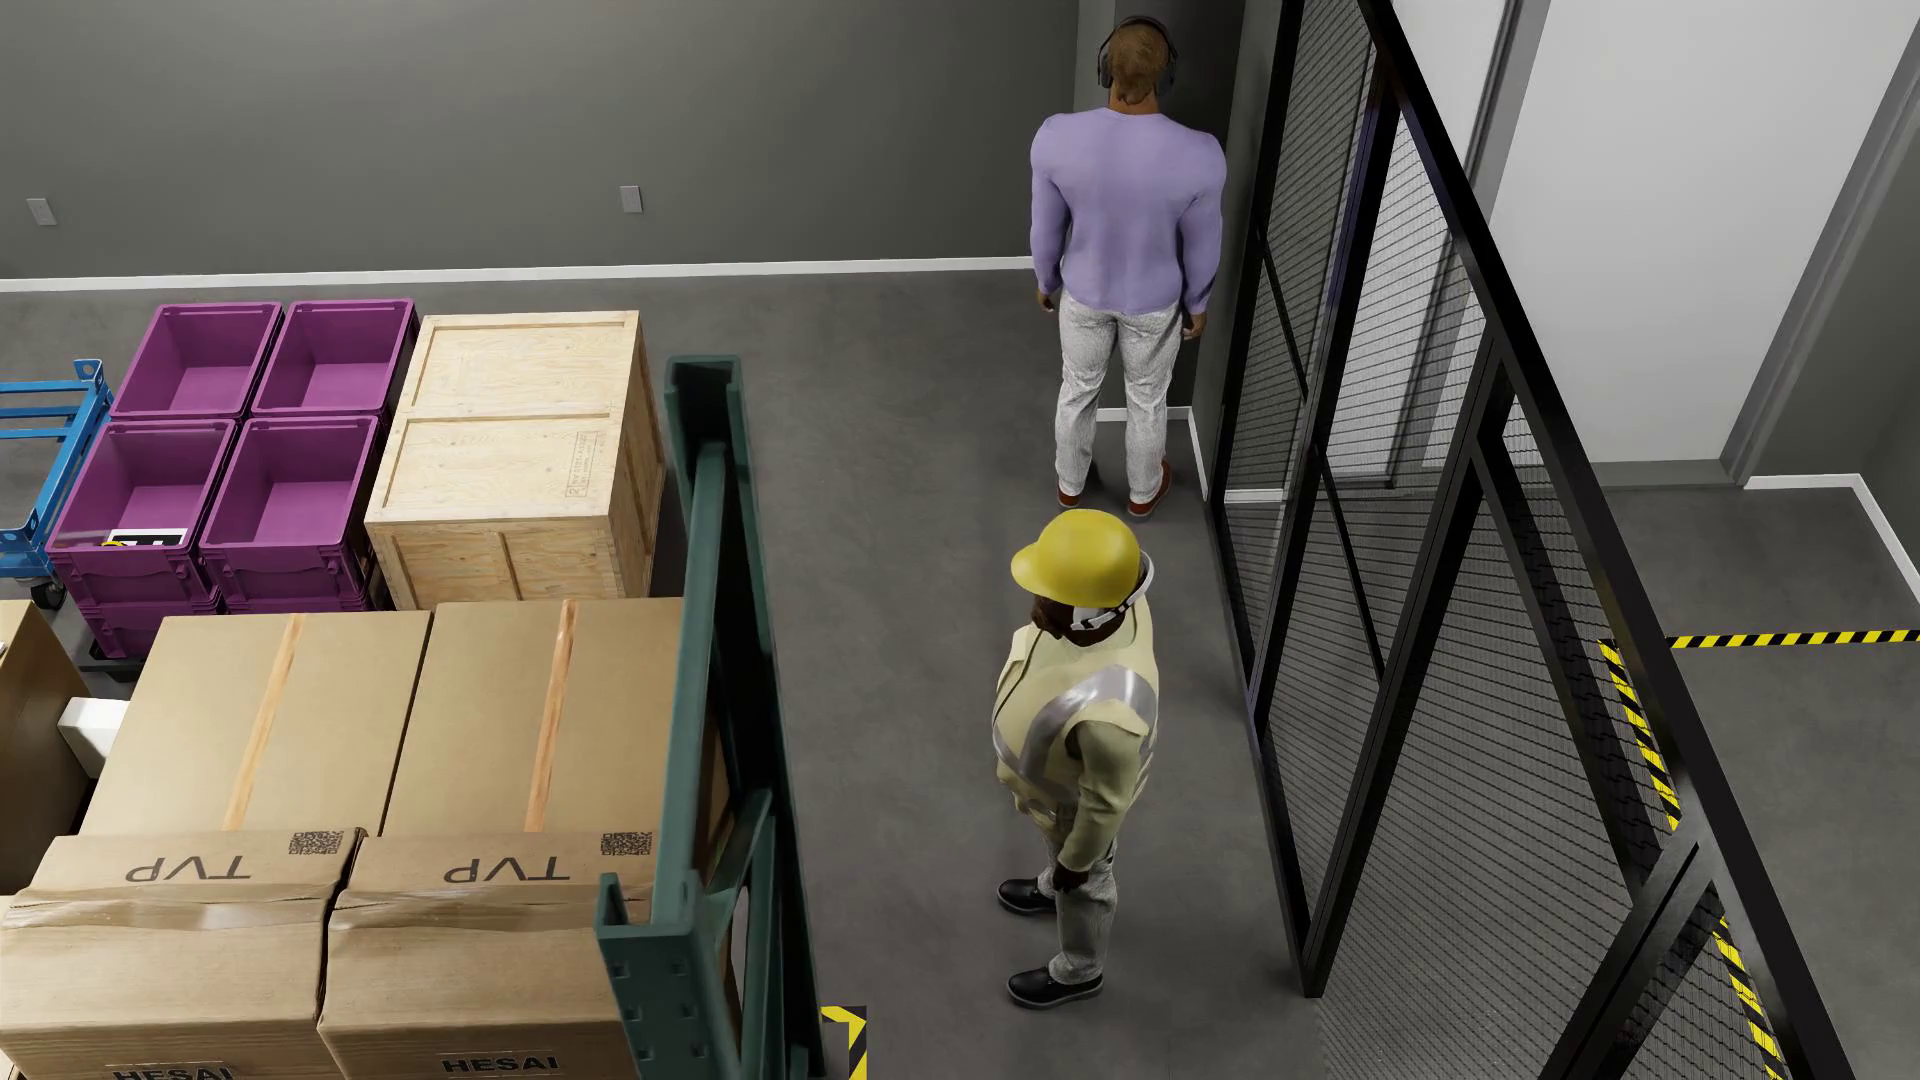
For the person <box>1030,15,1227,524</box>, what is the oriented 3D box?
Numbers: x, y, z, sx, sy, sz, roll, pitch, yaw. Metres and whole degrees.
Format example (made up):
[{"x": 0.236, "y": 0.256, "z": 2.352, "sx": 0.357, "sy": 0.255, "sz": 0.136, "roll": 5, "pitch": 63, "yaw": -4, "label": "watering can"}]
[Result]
[{"x": 0.536, "y": -0.834, "z": 5.557, "sx": 0.627, "sy": 1.934, "sz": 0.370, "roll": 11, "pitch": 47, "yaw": 10, "label": "person"}]

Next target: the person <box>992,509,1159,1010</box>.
[{"x": 0.281, "y": 0.588, "z": 4.268, "sx": 0.403, "sy": 1.833, "sz": 0.586, "roll": -1, "pitch": 46, "yaw": -1, "label": "person"}]
